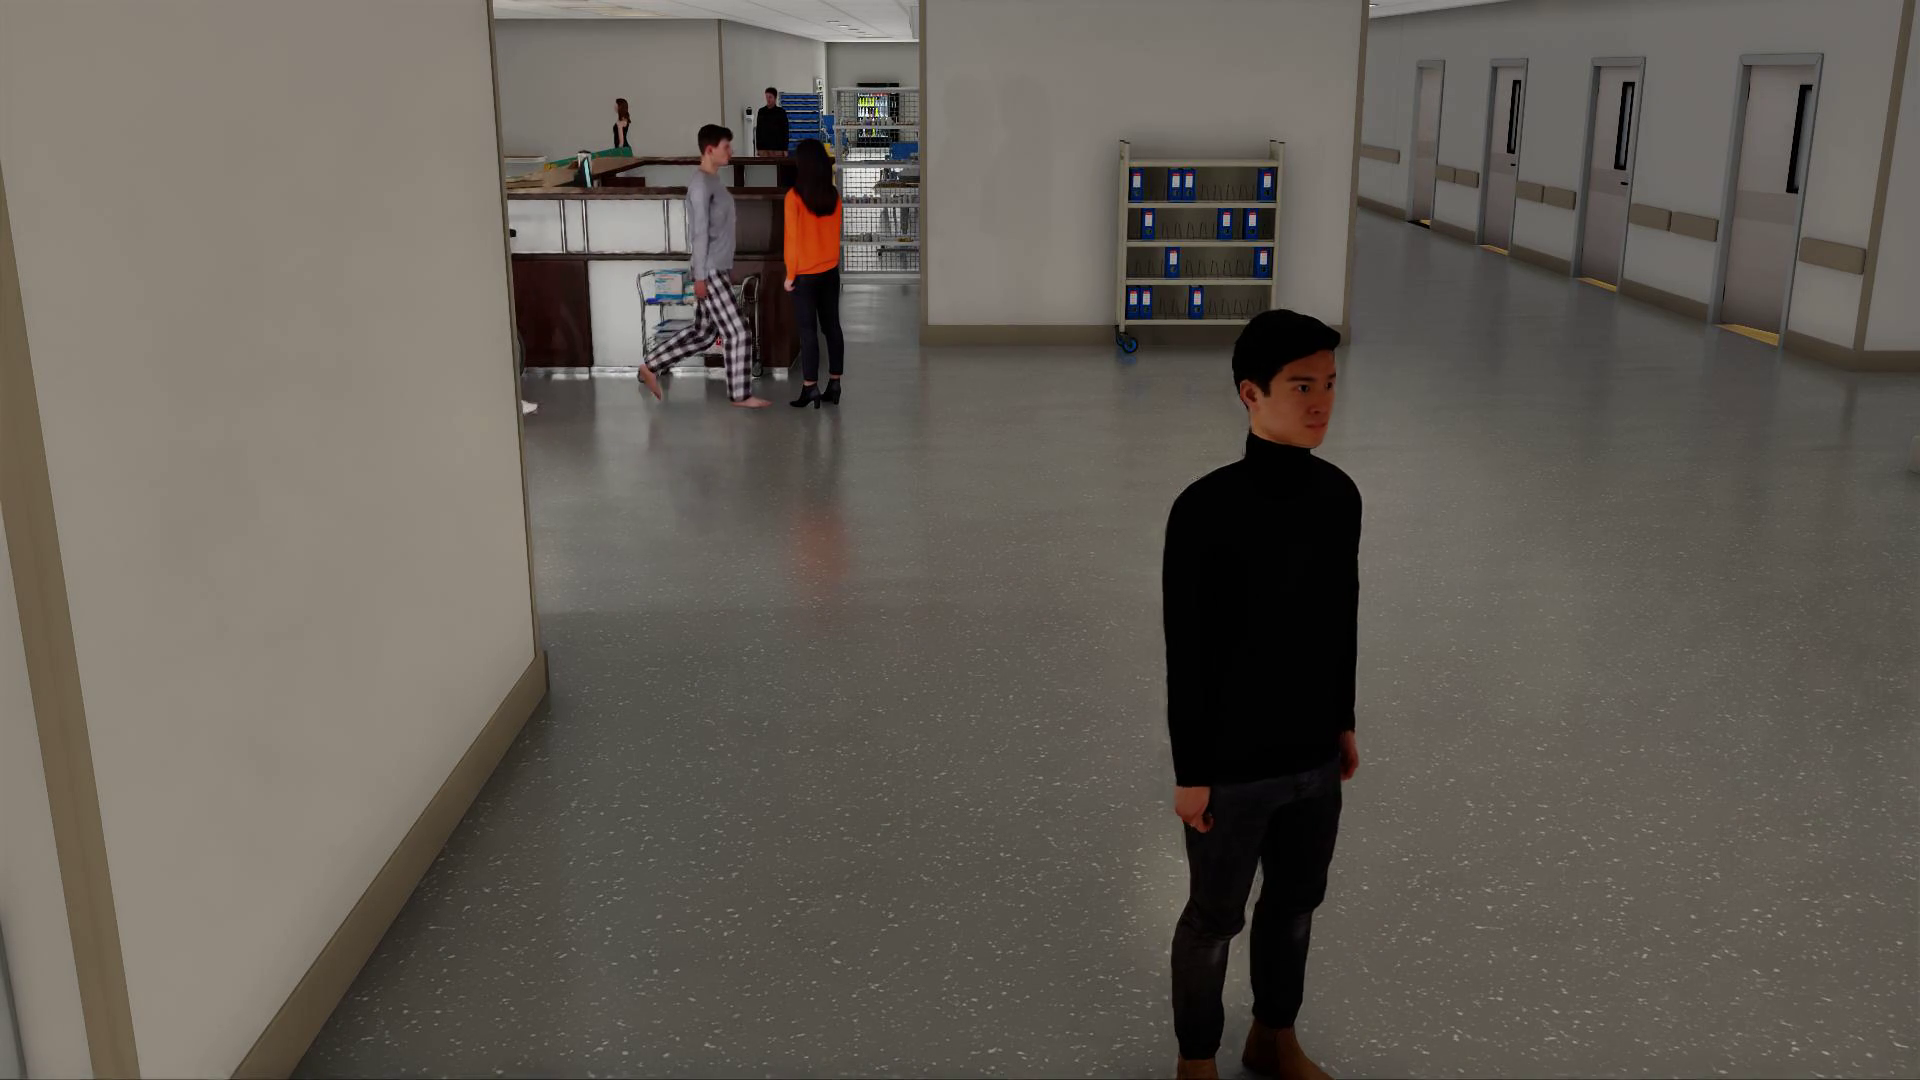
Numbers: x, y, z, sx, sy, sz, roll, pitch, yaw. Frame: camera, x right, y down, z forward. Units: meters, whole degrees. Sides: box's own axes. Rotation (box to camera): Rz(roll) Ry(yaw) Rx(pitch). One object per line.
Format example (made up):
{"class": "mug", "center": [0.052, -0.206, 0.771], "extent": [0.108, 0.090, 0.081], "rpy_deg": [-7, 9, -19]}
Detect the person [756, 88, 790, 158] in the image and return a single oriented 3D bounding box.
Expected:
{"class": "person", "center": [-2.937, -6.083, 25.998], "extent": [0.639, 1.924, 0.816], "rpy_deg": [4, 16, 15]}

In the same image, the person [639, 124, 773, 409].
{"class": "person", "center": [-1.698, -1.730, 10.761], "extent": [1.098, 1.813, 0.671], "rpy_deg": [0, 16, 1]}

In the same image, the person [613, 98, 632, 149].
{"class": "person", "center": [-5.482, -6.310, 27.126], "extent": [0.531, 1.748, 0.600], "rpy_deg": [-1, 16, -4]}

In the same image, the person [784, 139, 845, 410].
{"class": "person", "center": [-0.951, -1.751, 10.951], "extent": [0.757, 1.750, 0.705], "rpy_deg": [14, 21, 41]}

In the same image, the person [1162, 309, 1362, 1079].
{"class": "person", "center": [0.617, 0.388, 3.413], "extent": [0.670, 1.723, 0.795], "rpy_deg": [-9, 18, -28]}
